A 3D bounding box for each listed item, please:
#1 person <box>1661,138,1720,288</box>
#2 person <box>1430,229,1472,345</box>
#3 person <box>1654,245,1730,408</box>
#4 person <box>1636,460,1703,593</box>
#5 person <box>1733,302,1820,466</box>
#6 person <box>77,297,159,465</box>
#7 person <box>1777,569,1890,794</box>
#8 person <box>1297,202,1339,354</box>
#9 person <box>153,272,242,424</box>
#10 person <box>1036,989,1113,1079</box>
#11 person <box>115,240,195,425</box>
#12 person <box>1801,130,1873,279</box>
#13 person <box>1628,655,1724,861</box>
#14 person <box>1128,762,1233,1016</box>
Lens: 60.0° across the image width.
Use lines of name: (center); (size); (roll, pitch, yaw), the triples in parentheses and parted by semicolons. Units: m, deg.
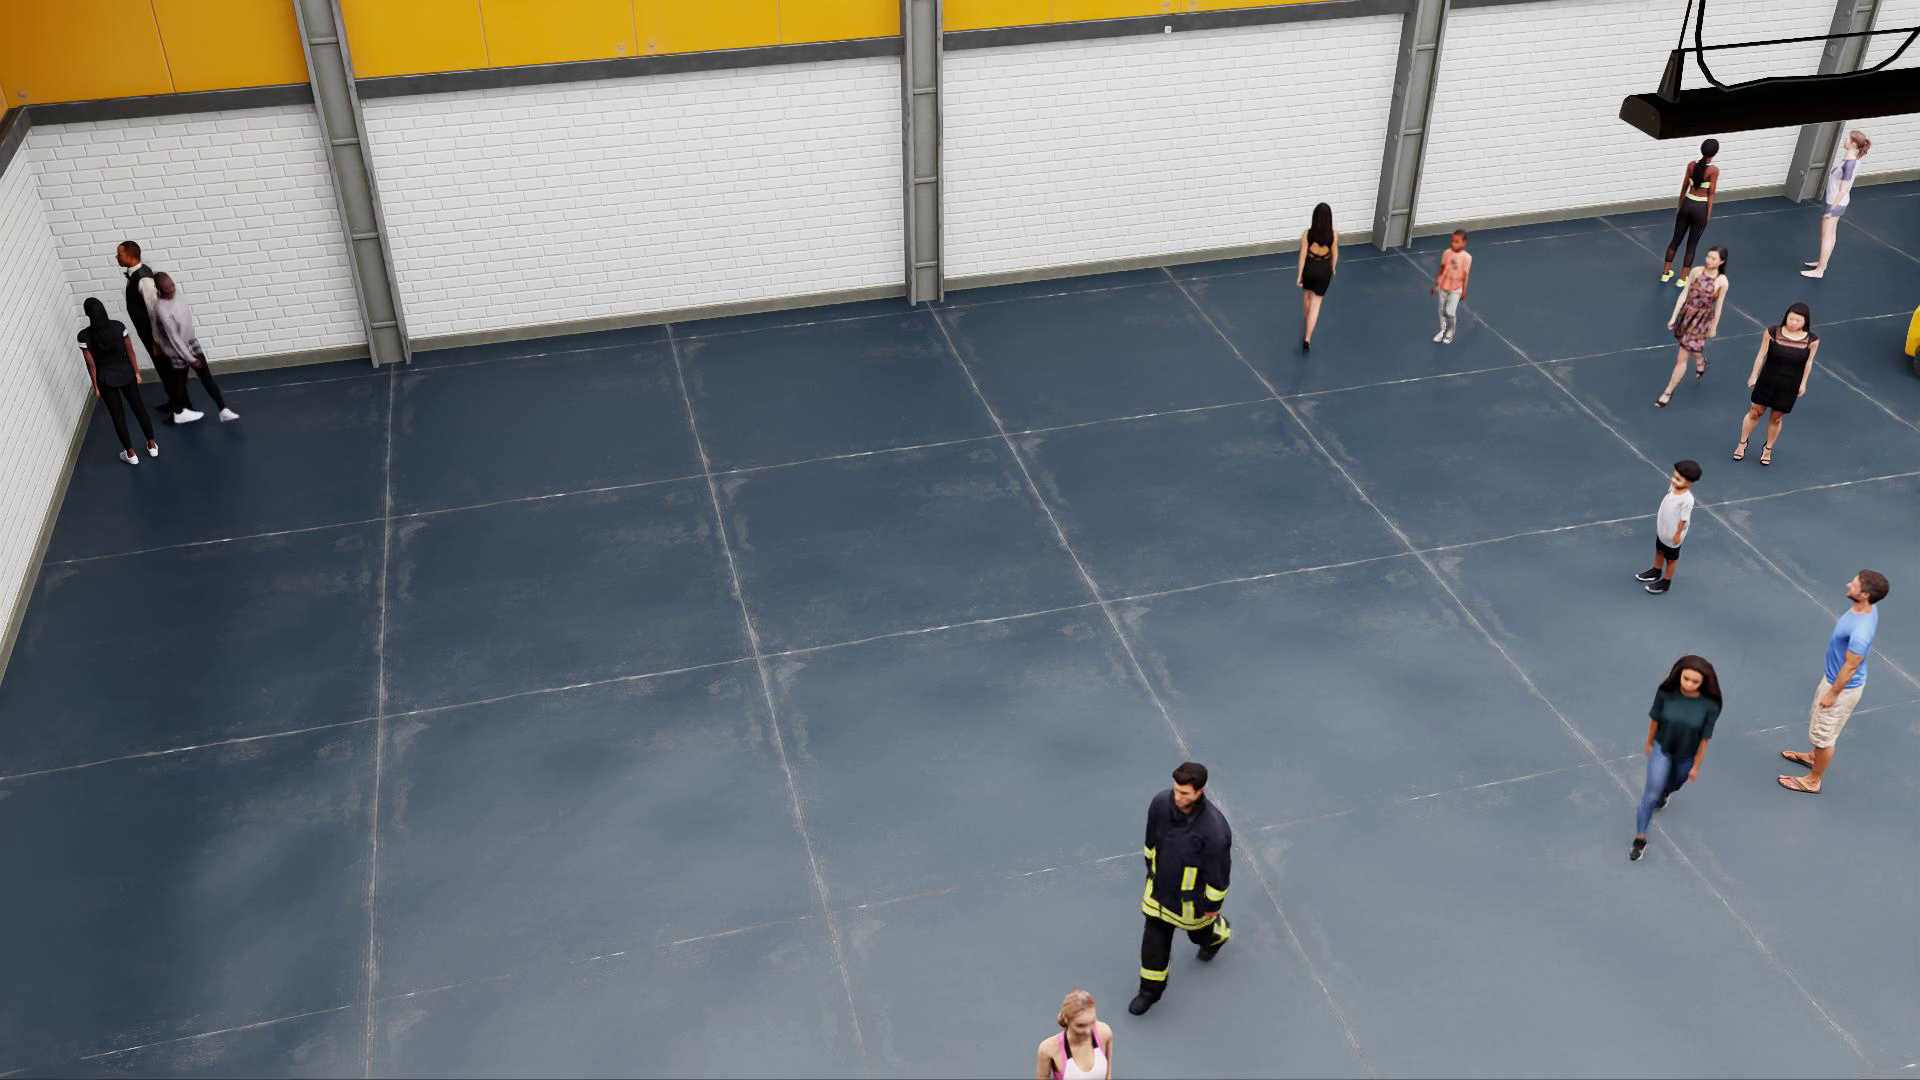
person: (8.539, -3.816, 19.370); (0.632, 1.752, 0.621); (-25, 41, -33)
person: (5.420, -2.806, 18.258); (0.601, 1.301, 0.563); (-28, 43, -36)
person: (7.533, -2.207, 16.959); (1.234, 1.741, 0.925); (-23, 40, -30)
person: (6.126, -0.132, 14.274); (0.482, 1.257, 0.473); (-8, 34, -12)
person: (7.819, -1.494, 15.910); (0.751, 1.716, 0.827); (15, 36, 21)
person: (-8.105, -1.546, 15.977); (0.677, 1.729, 0.772); (-28, 43, -36)
person: (6.368, 1.011, 12.009); (0.799, 1.862, 0.741); (17, 37, 24)
person: (3.836, -2.785, 17.955); (1.047, 1.602, 0.965); (9, 35, 14)
person: (-7.798, -1.905, 16.520); (1.108, 1.725, 0.929); (-1, 34, -1)
person: (0.598, 3.075, 8.972); (0.500, 1.787, 0.689); (-13, 36, -19)
person: (-8.055, -2.101, 16.640); (0.707, 1.919, 0.764); (-21, 39, -28)
person: (10.319, -3.965, 19.582); (0.736, 1.767, 0.667); (21, 39, 28)
person: (5.005, 1.446, 11.605); (1.042, 1.585, 1.089); (17, 37, 23)
person: (1.445, 2.086, 10.359); (1.192, 1.899, 1.334); (25, 41, 32)
